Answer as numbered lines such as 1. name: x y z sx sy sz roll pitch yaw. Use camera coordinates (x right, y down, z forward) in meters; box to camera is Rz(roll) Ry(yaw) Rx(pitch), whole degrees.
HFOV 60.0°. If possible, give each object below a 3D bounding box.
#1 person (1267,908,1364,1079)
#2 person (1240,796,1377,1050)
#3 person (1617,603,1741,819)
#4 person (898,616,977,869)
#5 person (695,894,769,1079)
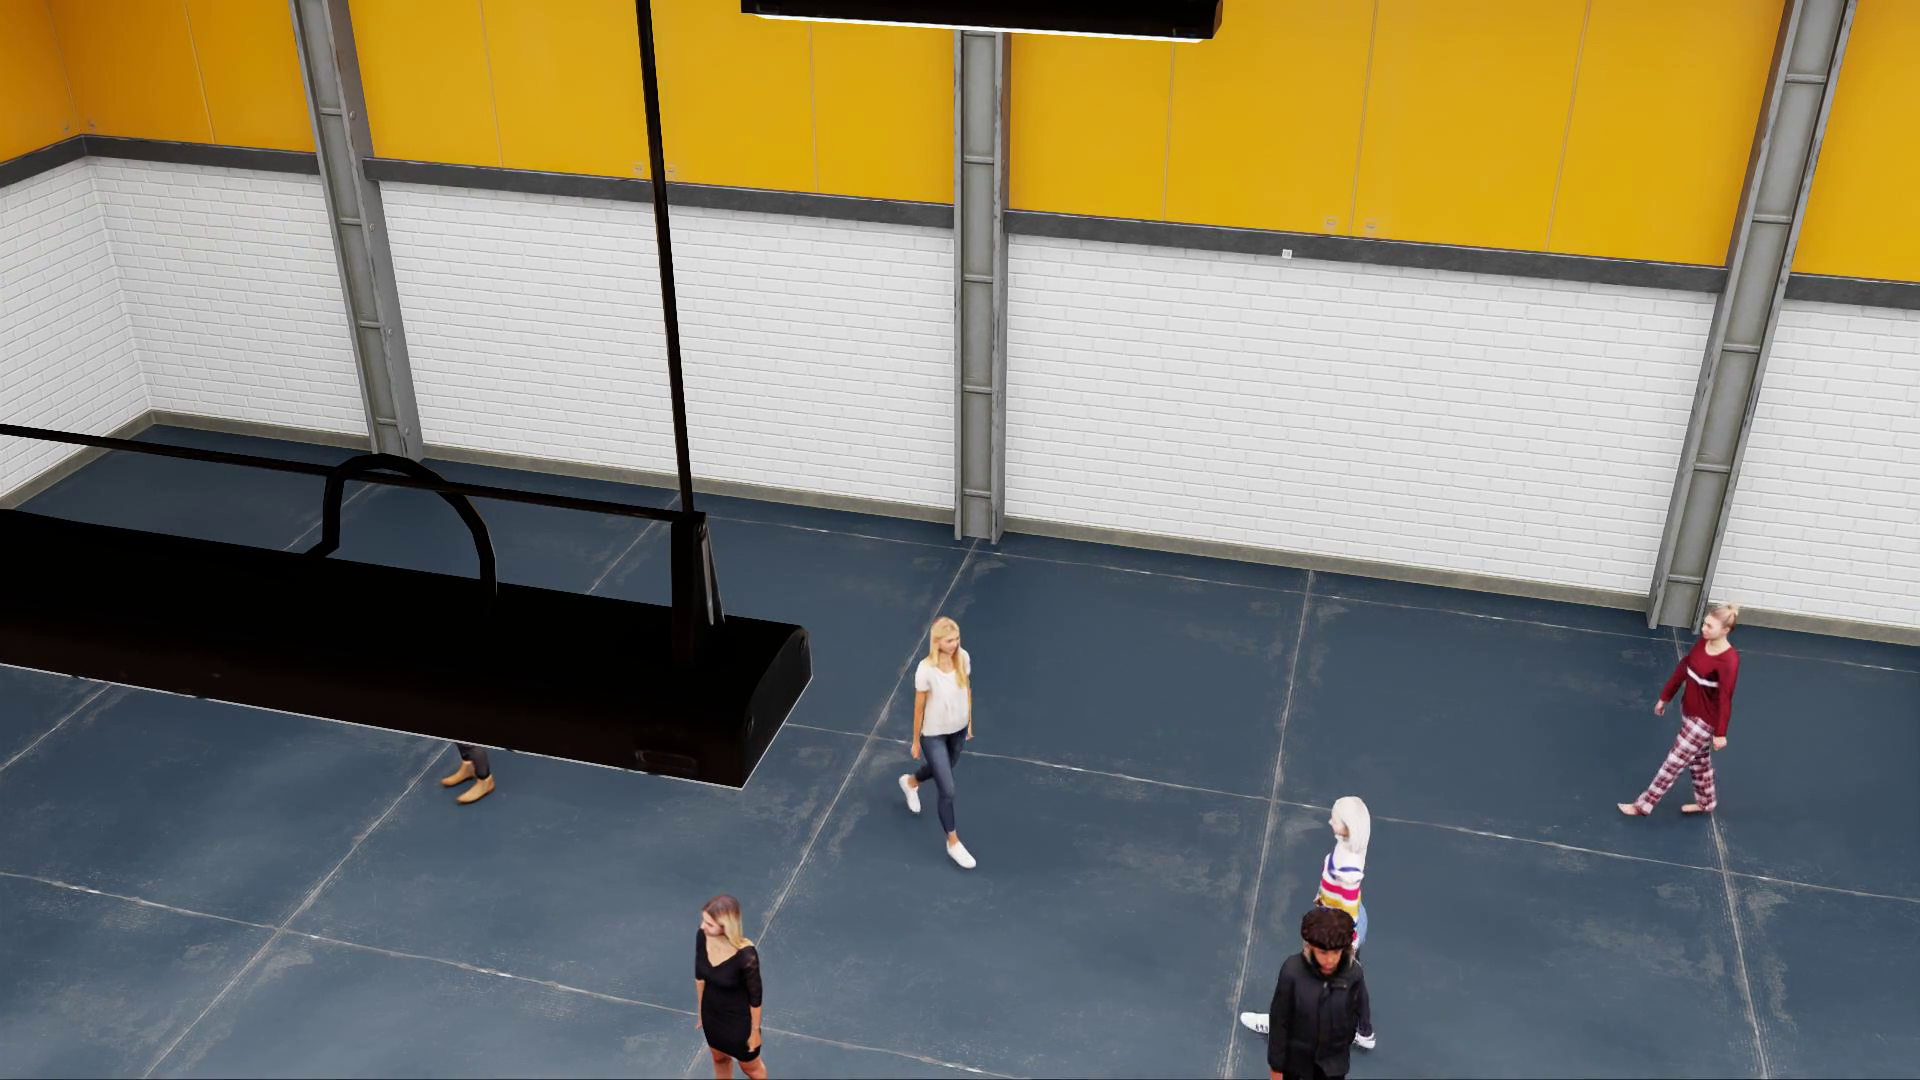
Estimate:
1. person: 1.807 2.581 8.660 1.112 1.740 0.894 0 29 0
2. person: 2.234 2.192 9.339 0.987 1.773 0.677 8 30 14
3. person: 5.103 1.183 11.292 1.067 1.674 0.850 -2 29 -4
4. person: -0.176 1.256 11.050 1.022 1.778 1.198 -23 36 -35
5. person: -1.208 2.527 8.826 0.506 1.676 0.660 17 33 28
